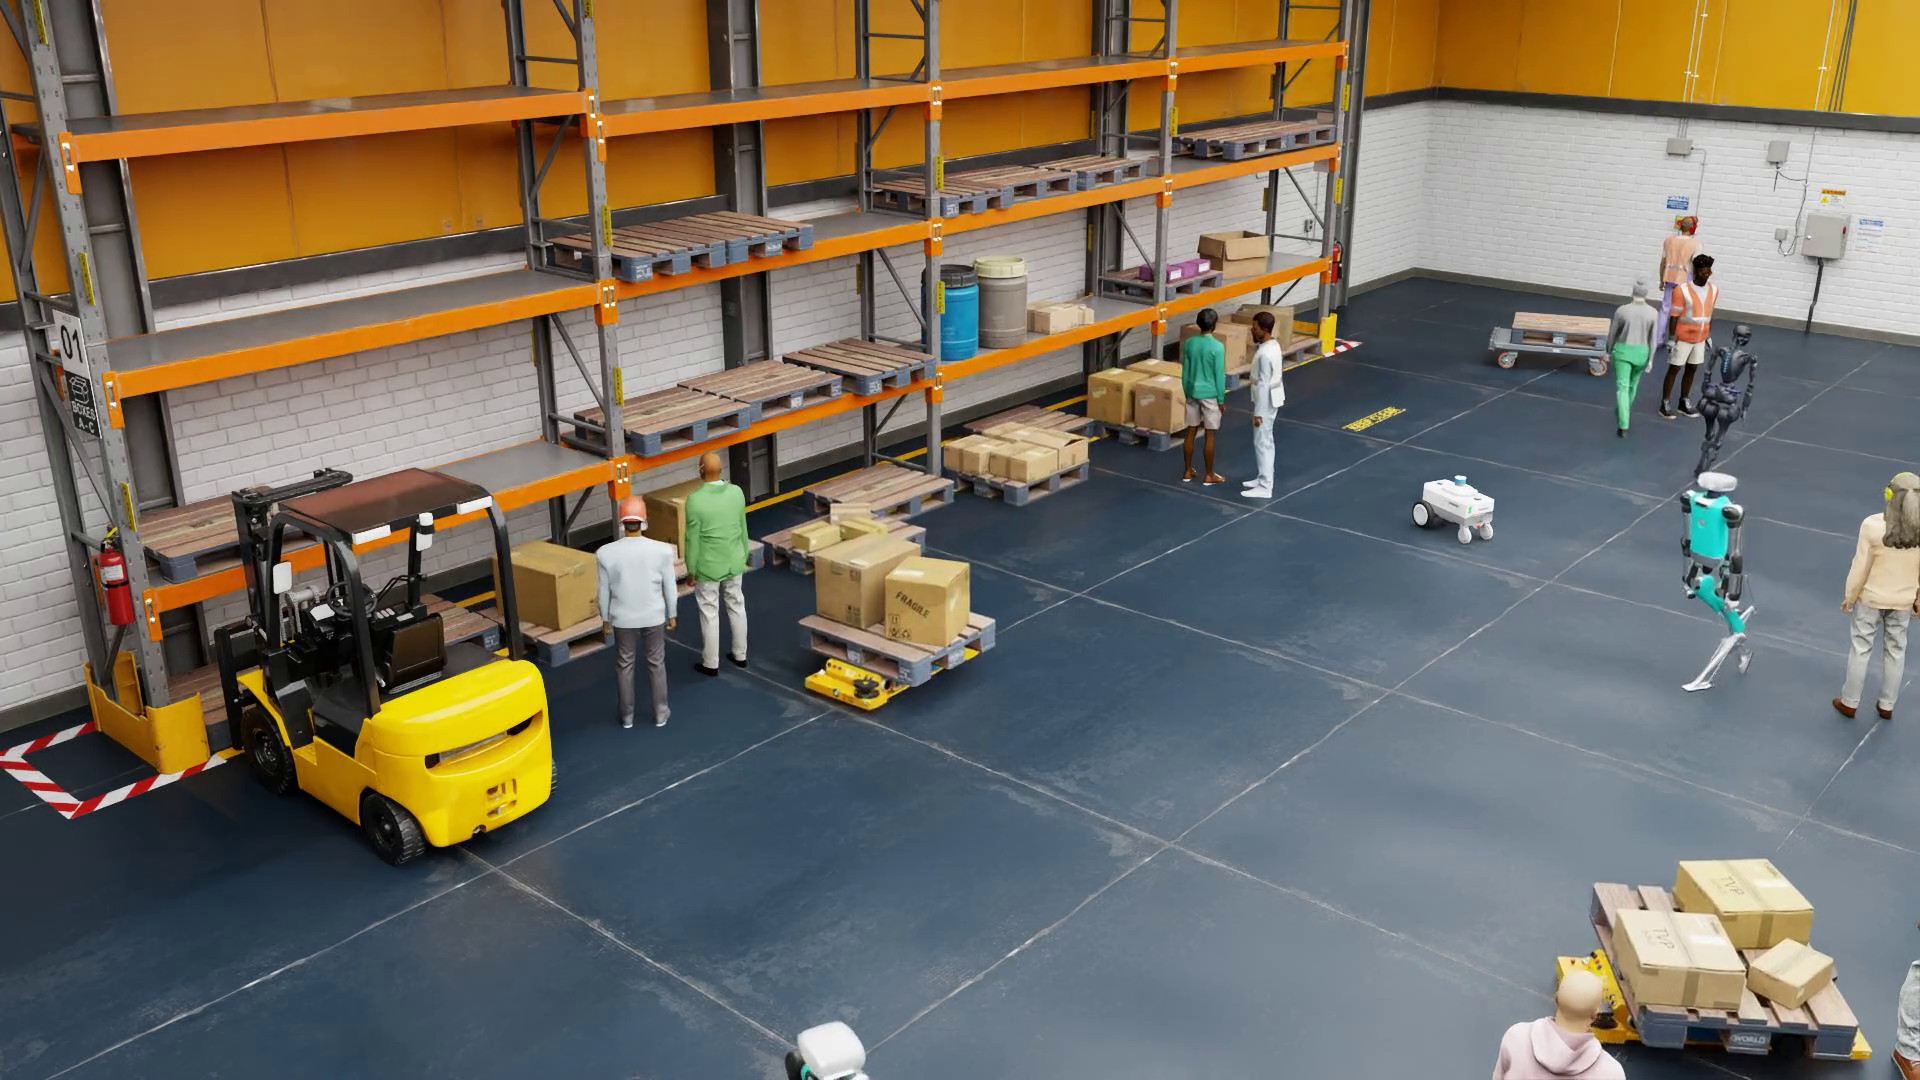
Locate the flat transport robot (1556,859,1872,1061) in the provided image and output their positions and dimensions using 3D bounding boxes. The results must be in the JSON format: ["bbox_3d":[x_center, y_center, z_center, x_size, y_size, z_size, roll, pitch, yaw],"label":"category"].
[{"bbox_3d":[4.002,2.458,8.892,1.431,0.231,0.659,2,20,7],"label":"flat transport robot"}]

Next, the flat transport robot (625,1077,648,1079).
[{"bbox_3d":[-2.056,2.915,7.653,1.431,0.231,0.659,-9,22,-22],"label":"flat transport robot"}]

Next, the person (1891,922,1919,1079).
[{"bbox_3d":[5.009,1.819,8.214,0.630,1.939,0.372,-5,21,-12],"label":"person"}]

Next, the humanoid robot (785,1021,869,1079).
[{"bbox_3d":[-0.714,2.682,6.158,0.987,1.728,0.538,-14,25,-34],"label":"humanoid robot"}]

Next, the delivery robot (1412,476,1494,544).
[{"bbox_3d":[4.779,-0.318,16.022,0.499,0.609,0.813,-9,22,-24],"label":"delivery robot"}]

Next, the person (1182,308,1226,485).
[{"bbox_3d":[2.525,-1.484,17.290,0.491,1.851,0.395,15,25,36],"label":"person"}]

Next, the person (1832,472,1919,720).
[{"bbox_3d":[6.734,0.421,12.093,0.565,1.874,0.391,3,21,9],"label":"person"}]

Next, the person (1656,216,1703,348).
[{"bbox_3d":[9.834,-3.510,22.784,0.374,1.843,0.567,-14,25,-34],"label":"person"}]

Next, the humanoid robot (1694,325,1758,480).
[{"bbox_3d":[7.949,-1.433,17.411,0.508,1.638,0.591,-14,25,-33],"label":"humanoid robot"}]

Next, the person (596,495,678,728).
[{"bbox_3d":[-2.320,0.522,12.011,0.570,1.740,0.351,-4,21,-10],"label":"person"}]

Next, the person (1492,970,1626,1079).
[{"bbox_3d":[2.332,2.499,6.611,0.537,1.774,0.415,14,24,32],"label":"person"}]

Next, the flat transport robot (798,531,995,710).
[{"bbox_3d":[-0.493,0.932,13.026,0.659,0.231,1.431,16,25,36],"label":"flat transport robot"}]

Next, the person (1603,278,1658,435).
[{"bbox_3d":[7.732,-2.156,19.201,0.509,1.794,0.960,3,20,7],"label":"person"}]

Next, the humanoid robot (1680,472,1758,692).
[{"bbox_3d":[5.886,0.314,12.633,0.944,1.803,0.558,-8,22,-22],"label":"humanoid robot"}]

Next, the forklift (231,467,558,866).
[{"bbox_3d":[-3.730,0.710,10.856,2.313,2.155,1.214,17,26,38],"label":"forklift"}]

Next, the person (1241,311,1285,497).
[{"bbox_3d":[3.109,-1.382,16.938,0.386,1.909,0.588,5,21,14],"label":"person"}]

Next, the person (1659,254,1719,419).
[{"bbox_3d":[8.614,-2.401,19.609,0.611,1.963,0.363,-6,21,-15],"label":"person"}]

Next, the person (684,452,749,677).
[{"bbox_3d":[-1.876,0.187,12.873,0.551,1.780,0.384,-16,26,-37],"label":"person"}]
